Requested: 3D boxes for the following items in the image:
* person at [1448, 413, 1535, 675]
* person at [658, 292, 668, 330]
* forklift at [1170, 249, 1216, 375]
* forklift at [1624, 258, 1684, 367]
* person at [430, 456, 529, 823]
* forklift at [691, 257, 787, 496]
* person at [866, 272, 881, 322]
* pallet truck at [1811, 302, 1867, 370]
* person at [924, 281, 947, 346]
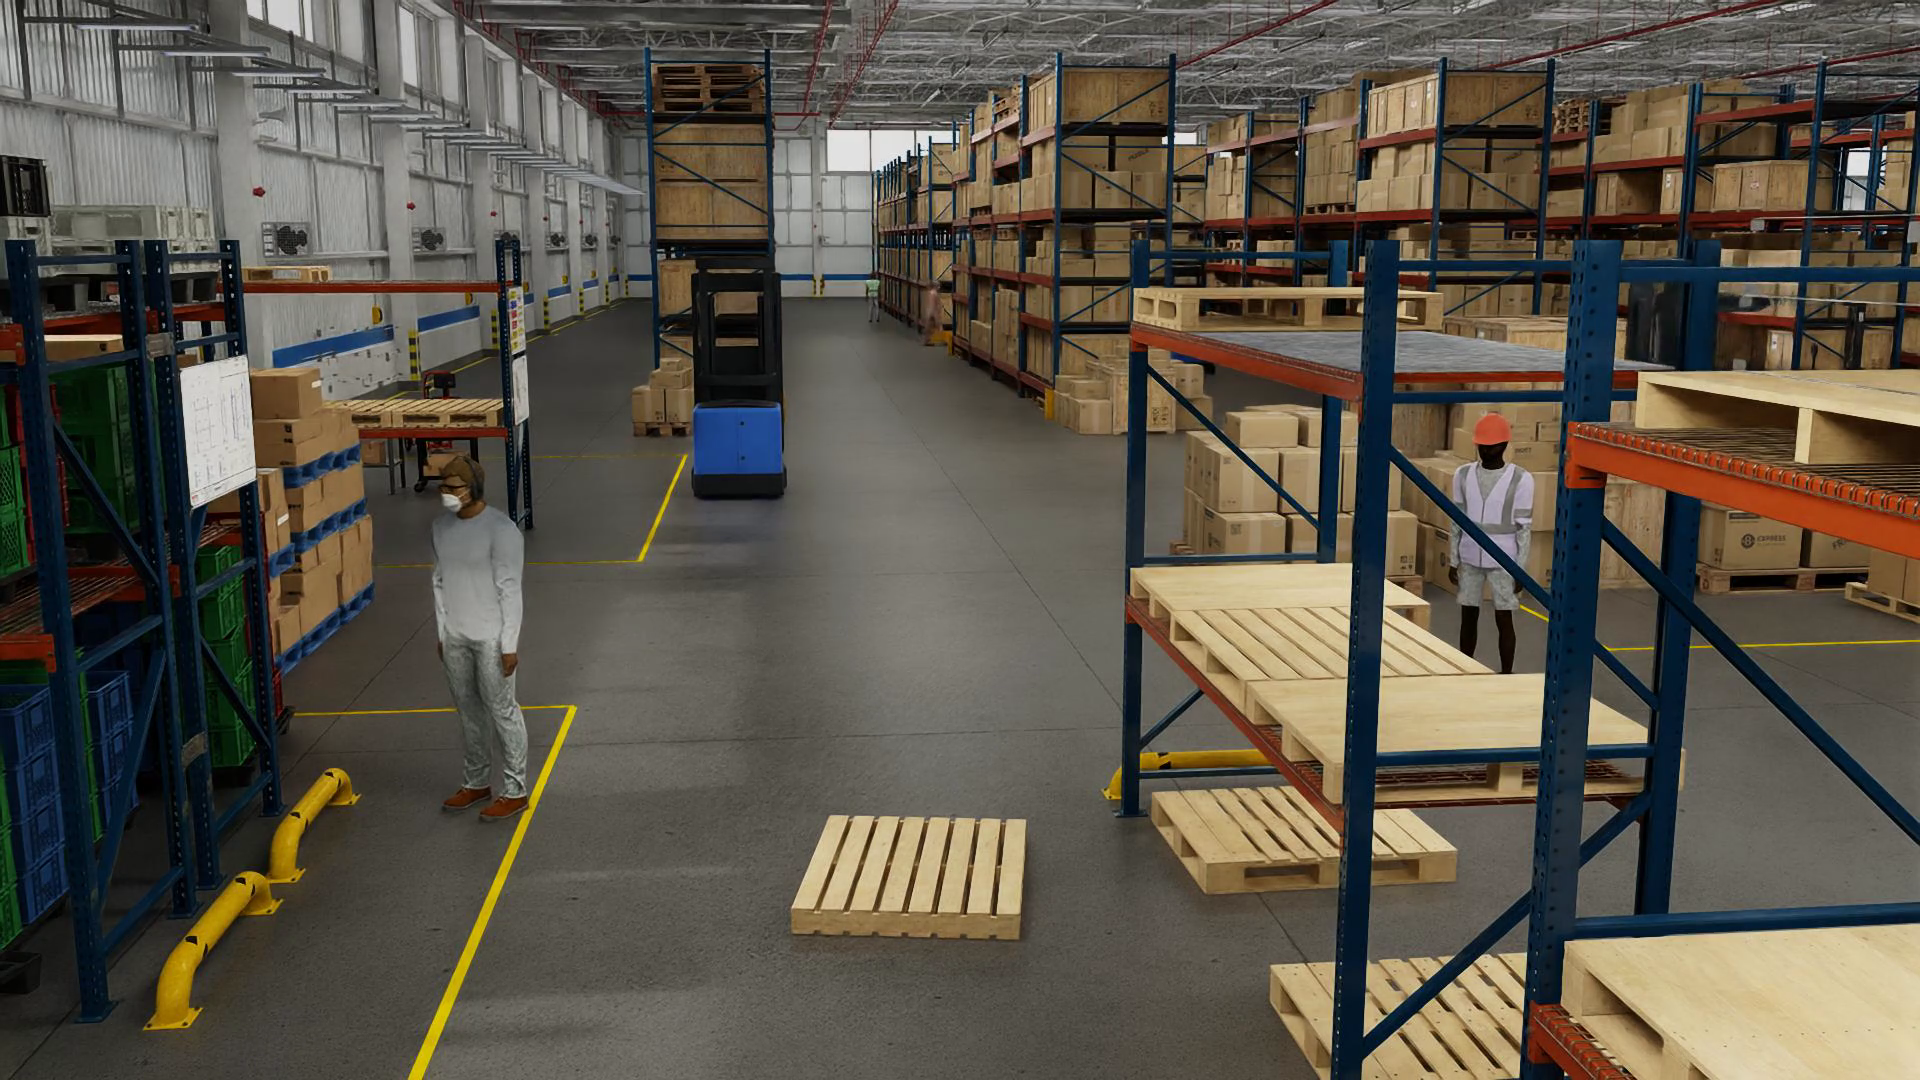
[{"bbox_3d":[3.448,0.128,10.881,0.543,1.928,0.400,8,13,38],"label":"person"},{"bbox_3d":[-9.905,-8.080,56.317,0.637,1.940,1.014,-1,10,-5],"label":"person"},{"bbox_3d":[5.072,-5.160,37.523,1.129,2.768,1.873,-1,10,-6],"label":"forklift"},{"bbox_3d":[7.834,-1.788,18.838,1.873,2.768,1.129,-1,10,-7],"label":"forklift"},{"bbox_3d":[-2.525,0.512,8.739,0.630,1.931,0.367,7,12,32],"label":"person"},{"bbox_3d":[-2.687,-2.014,20.092,1.129,2.768,1.873,-1,10,-6],"label":"forklift"},{"bbox_3d":[-3.218,-9.012,61.736,0.564,1.846,0.390,-1,10,-7],"label":"person"},{"bbox_3d":[15.846,-3.142,28.793,1.885,1.965,0.823,2,10,12],"label":"pallet truck"},{"bbox_3d":[-0.591,-6.440,47.417,0.951,1.860,0.679,0,10,-1],"label":"person"}]
